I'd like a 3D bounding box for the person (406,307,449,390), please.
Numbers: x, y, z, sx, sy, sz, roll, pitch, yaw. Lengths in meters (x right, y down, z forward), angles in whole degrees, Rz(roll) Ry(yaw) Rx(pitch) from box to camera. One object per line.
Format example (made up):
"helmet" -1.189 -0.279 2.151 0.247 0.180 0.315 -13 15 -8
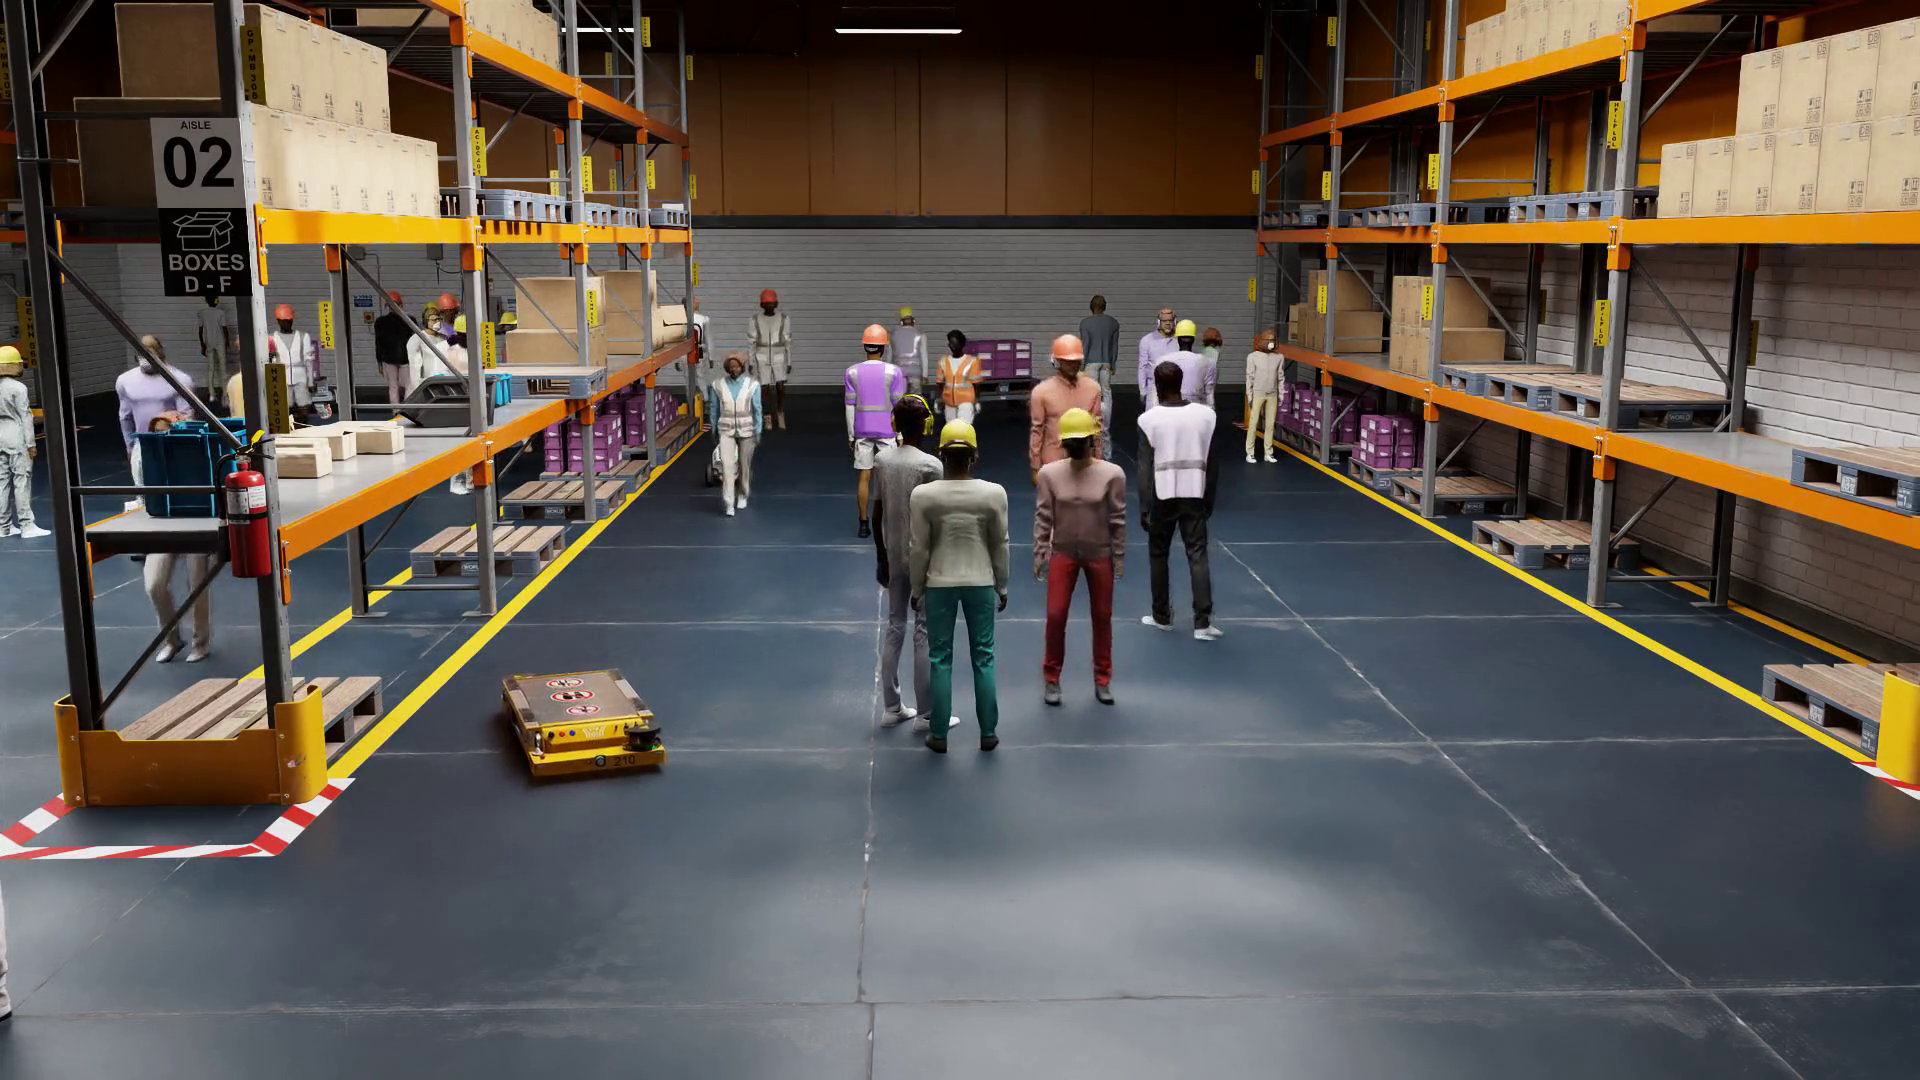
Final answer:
"person" -6.056 -1.707 19.141 0.378 1.940 0.628 5 11 27

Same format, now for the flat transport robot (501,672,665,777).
"flat transport robot" -2.065 0.951 8.980 0.652 0.197 1.431 -4 11 -21

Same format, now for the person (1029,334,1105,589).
"person" 0.807 -0.628 13.022 0.636 1.975 0.592 -5 11 -24

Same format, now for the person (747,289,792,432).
"person" -2.684 -2.523 23.488 0.624 2.014 0.821 -1 10 -7

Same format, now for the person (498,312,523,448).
"person" -5.842 -2.083 21.717 0.311 1.768 0.522 -6 12 -30

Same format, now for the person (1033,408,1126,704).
"person" 0.690 0.102 9.596 0.532 1.739 0.449 2 10 12

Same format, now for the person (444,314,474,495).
"person" -5.241 -1.451 17.783 0.391 1.916 0.641 3 11 14

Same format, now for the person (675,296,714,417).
"person" -3.998 -2.734 25.021 0.624 1.876 0.445 -5 12 -28

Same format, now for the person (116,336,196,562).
"person" -6.765 -0.766 14.018 0.634 1.888 0.959 -2 10 -11

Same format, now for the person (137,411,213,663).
"person" -4.956 -0.005 10.552 0.518 1.623 0.434 0 10 0

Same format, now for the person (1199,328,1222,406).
"person" 3.139 -1.860 20.906 0.362 1.605 0.657 -2 10 -9

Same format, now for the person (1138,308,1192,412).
"person" 2.397 -1.743 19.433 0.643 1.909 0.410 -1 10 -6

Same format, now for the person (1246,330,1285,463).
"person" 3.704 -1.741 20.216 0.500 1.629 0.288 -2 10 -13

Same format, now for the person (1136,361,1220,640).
"person" 1.505 -0.264 11.317 0.608 1.879 0.709 -2 10 -11

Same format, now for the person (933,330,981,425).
"person" -0.073 -1.559 19.072 0.549 1.664 0.786 5 11 26

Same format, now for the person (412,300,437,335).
"person" -7.631 -2.559 24.181 0.598 1.830 0.403 2 10 12

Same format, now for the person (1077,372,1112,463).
"person" 1.024 -0.641 14.157 0.513 1.580 0.830 3 11 18

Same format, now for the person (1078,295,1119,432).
"person" 1.936 -2.471 23.396 0.635 1.938 0.361 -6 12 -28

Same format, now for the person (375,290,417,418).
"person" -8.162 -2.626 24.154 0.624 1.979 0.517 -3 11 -16

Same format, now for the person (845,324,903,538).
"person" -0.764 -0.976 15.070 0.542 1.939 0.363 1 10 8

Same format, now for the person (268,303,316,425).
"person" -8.253 -1.948 20.508 0.566 1.926 0.400 -5 11 -25

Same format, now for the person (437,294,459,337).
"person" -6.421 -2.091 21.077 0.602 2.018 0.523 -3 11 -18

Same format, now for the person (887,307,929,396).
"person" -0.721 -2.311 22.975 0.630 1.776 0.956 2 10 10

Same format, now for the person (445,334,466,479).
"person" -5.556 -1.477 18.636 0.570 1.649 0.588 4 11 22

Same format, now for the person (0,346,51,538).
"person" -8.612 -0.891 15.140 0.492 1.742 0.321 3 11 16

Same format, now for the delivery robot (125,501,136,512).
"delivery robot" -7.039 -0.276 14.761 0.477 0.478 0.707 3 11 19

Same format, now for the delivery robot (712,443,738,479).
"delivery robot" -2.550 -0.930 18.405 0.477 0.478 0.707 -1 10 -5

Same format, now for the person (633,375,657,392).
"person" -4.813 -2.811 25.293 0.543 1.939 0.371 -1 10 -6

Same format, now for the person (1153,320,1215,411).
"person" 2.235 -1.248 16.670 0.623 1.897 0.812 1 10 7

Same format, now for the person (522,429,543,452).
"person" -5.418 -2.036 21.279 0.630 1.836 0.430 -7 12 -33

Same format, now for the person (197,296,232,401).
"person" -12.523 -3.261 27.988 0.510 1.872 0.329 0 10 0

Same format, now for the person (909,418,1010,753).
"person" -0.007 0.243 8.766 0.533 1.765 0.330 -1 10 -6

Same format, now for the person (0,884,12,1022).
"person" -3.504 0.742 5.602 0.400 1.905 0.643 -10 14 -44

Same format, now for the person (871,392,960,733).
"person" -0.249 0.124 9.128 0.533 1.871 0.320 8 13 38

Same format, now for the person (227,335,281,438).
"person" -5.960 -0.797 14.225 0.558 1.910 0.615 3 10 14

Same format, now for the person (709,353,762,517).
"person" -2.218 -1.057 16.478 0.517 1.596 0.782 -1 10 -6
